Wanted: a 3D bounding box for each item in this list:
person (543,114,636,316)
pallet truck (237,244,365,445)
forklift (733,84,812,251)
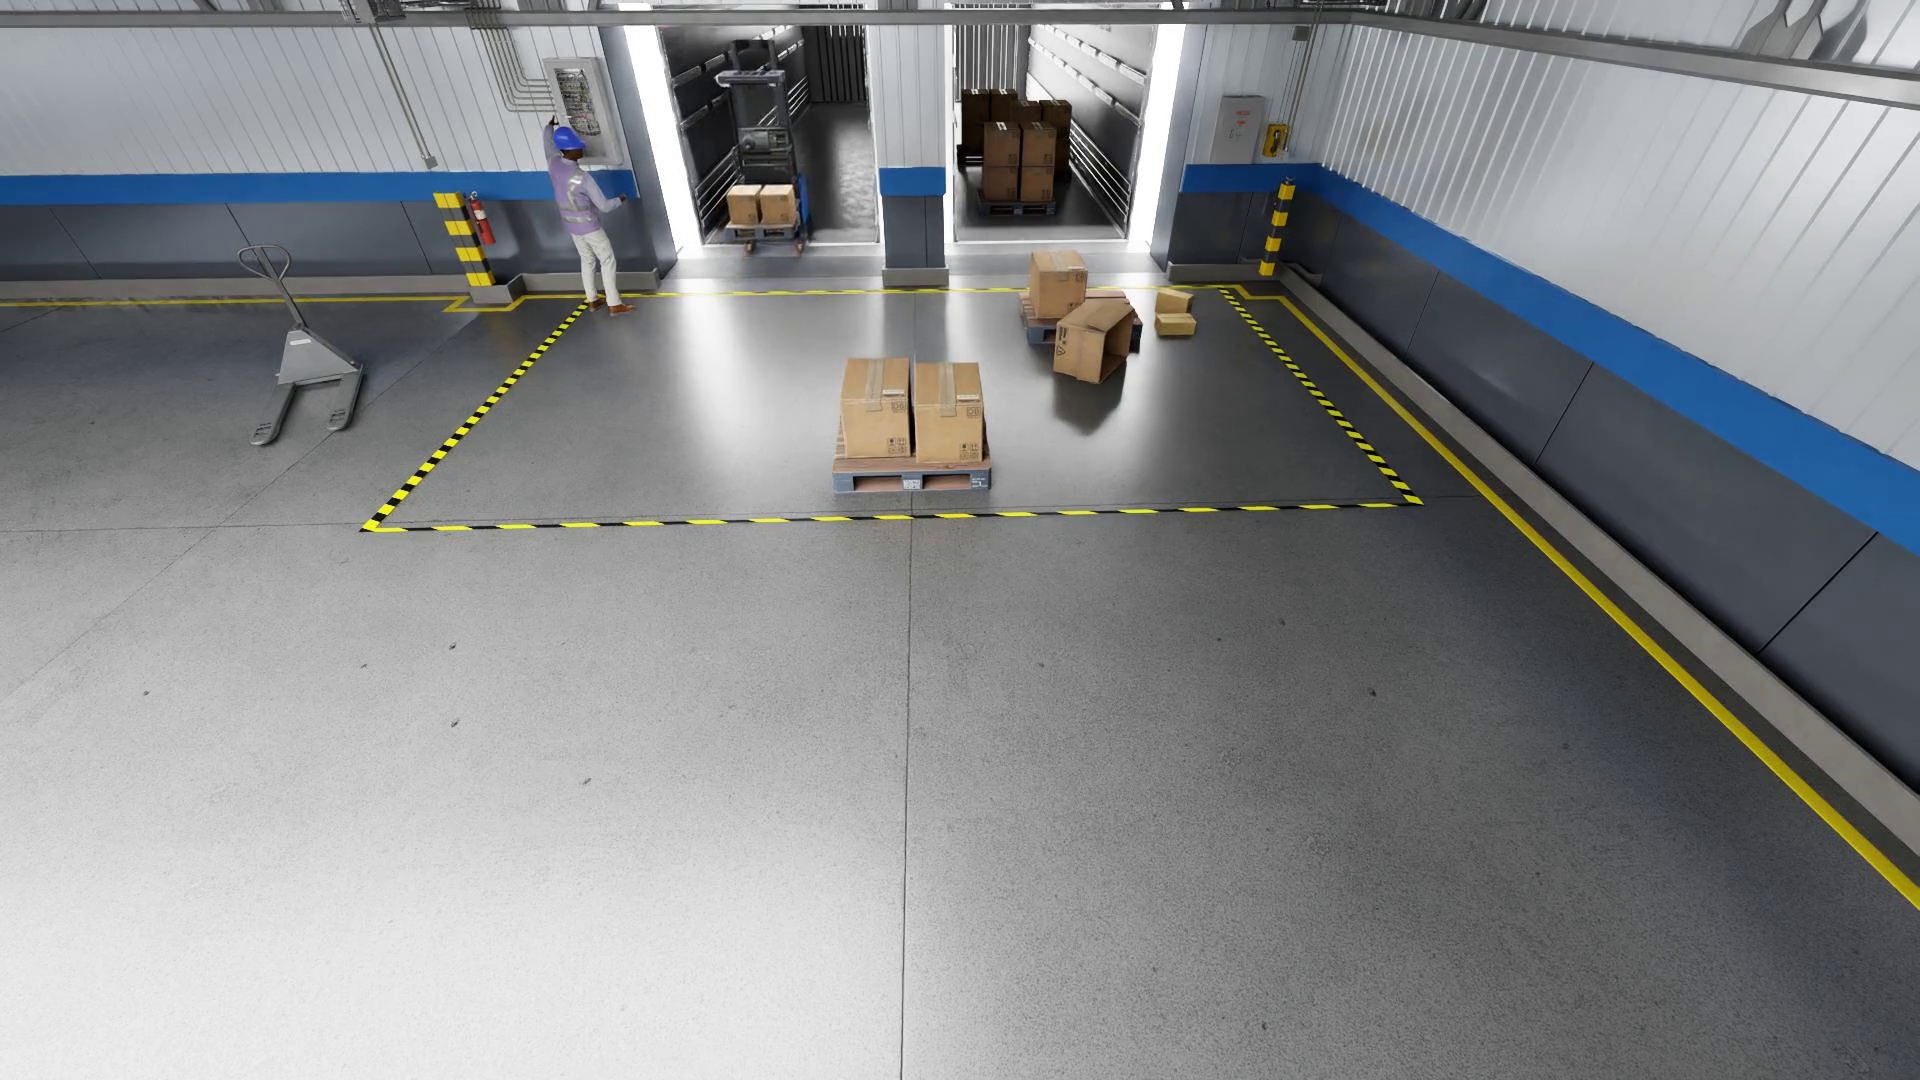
[{"bbox_3d":[-4.134,-3.543,8.112,1.060,1.908,0.689,20,43,23],"label":"person"},{"bbox_3d":[-5.915,-1.733,6.366,0.680,1.201,1.601,-18,42,-21],"label":"pallet truck"},{"bbox_3d":[-2.596,-5.303,10.221,0.716,2.013,0.776,-1,38,-2],"label":"forklift"}]
